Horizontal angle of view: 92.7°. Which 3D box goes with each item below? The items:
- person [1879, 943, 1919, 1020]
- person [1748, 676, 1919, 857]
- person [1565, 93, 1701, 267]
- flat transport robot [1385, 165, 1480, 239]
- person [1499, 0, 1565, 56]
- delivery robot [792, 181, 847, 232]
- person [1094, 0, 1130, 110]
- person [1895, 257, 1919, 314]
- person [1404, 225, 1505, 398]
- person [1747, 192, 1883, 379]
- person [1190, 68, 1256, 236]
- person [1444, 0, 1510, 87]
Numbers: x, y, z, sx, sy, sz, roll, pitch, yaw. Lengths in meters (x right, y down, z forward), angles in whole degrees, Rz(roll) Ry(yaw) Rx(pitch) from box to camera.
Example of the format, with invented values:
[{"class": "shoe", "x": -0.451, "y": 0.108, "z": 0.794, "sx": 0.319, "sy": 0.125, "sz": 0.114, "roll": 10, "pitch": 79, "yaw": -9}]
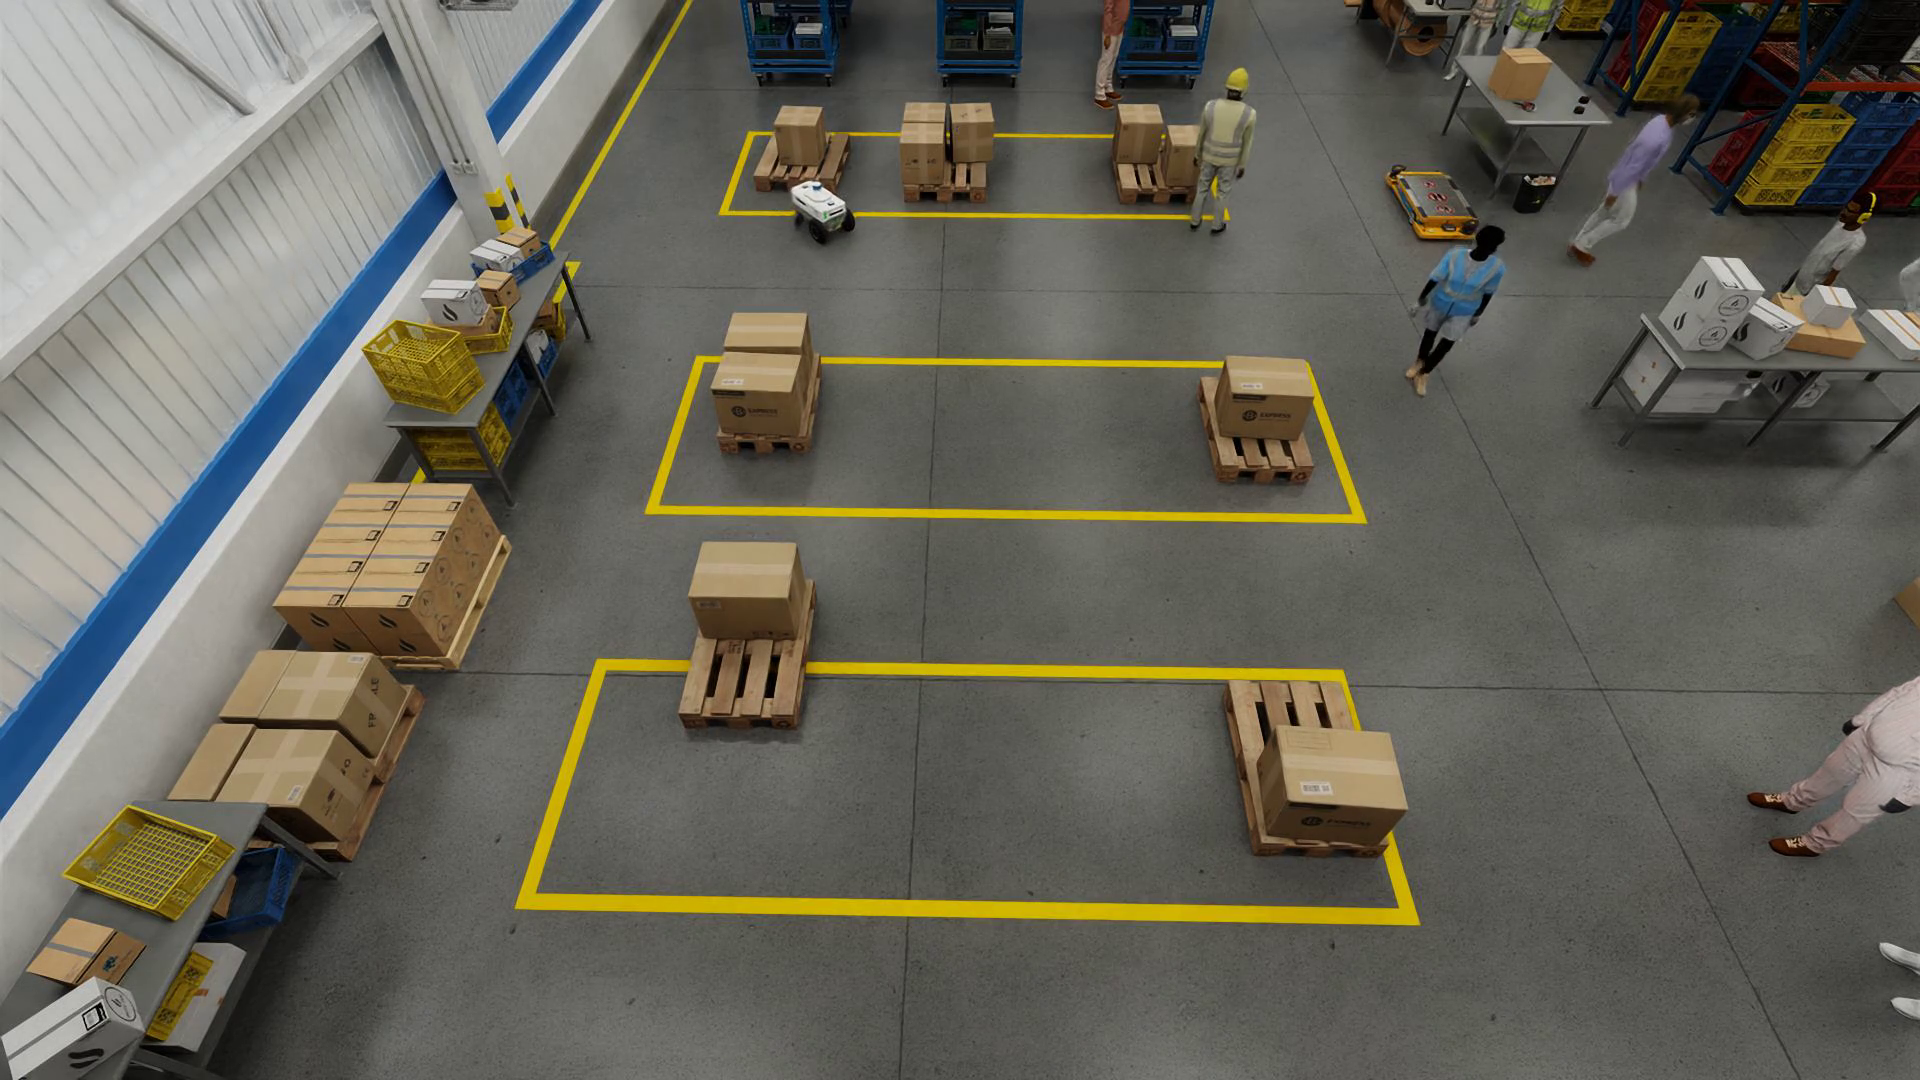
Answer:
[{"class": "person", "x": 5.643, "y": 2.043, "z": 4.664, "sx": 0.390, "sy": 1.920, "sz": 0.587, "roll": 20, "pitch": 52, "yaw": 16}, {"class": "person", "x": 5.432, "y": 1.259, "z": 5.360, "sx": 0.402, "sy": 1.901, "sz": 0.647, "roll": 8, "pitch": 50, "yaw": 7}, {"class": "person", "x": 7.069, "y": -3.775, "z": 9.703, "sx": 0.464, "sy": 1.914, "sz": 0.676, "roll": 32, "pitch": 56, "yaw": 25}, {"class": "flat transport robot", "x": 5.692, "y": -4.094, "z": 11.059, "sx": 0.652, "sy": 0.197, "sz": 1.431, "roll": 1, "pitch": 49, "yaw": 1}, {"class": "person", "x": 7.851, "y": -7.101, "z": 12.639, "sx": 0.629, "sy": 1.837, "sz": 0.431, "roll": 20, "pitch": 52, "yaw": 16}, {"class": "delivery robot", "x": -1.639, "y": -3.921, "z": 10.663, "sx": 0.477, "sy": 0.478, "sz": 0.707, "roll": -33, "pitch": 57, "yaw": -25}, {"class": "person", "x": 2.092, "y": -6.908, "z": 12.363, "sx": 0.382, "sy": 1.995, "sz": 0.612, "roll": 22, "pitch": 53, "yaw": 18}, {"class": "person", "x": 9.684, "y": -2.822, "z": 8.904, "sx": 0.420, "sy": 1.867, "sz": 0.595, "roll": 8, "pitch": 50, "yaw": 7}, {"class": "person", "x": 4.483, "y": -2.114, "z": 8.415, "sx": 0.597, "sy": 1.684, "sz": 0.487, "roll": 28, "pitch": 55, "yaw": 22}, {"class": "person", "x": 7.811, "y": -2.329, "z": 8.490, "sx": 0.323, "sy": 1.862, "sz": 0.510, "roll": 14, "pitch": 51, "yaw": 12}, {"class": "person", "x": 2.911, "y": -4.274, "z": 10.192, "sx": 0.622, "sy": 1.826, "sz": 0.403, "roll": 20, "pitch": 52, "yaw": 16}, {"class": "person", "x": 7.366, "y": -7.297, "z": 12.942, "sx": 0.321, "sy": 1.629, "sz": 0.526, "roll": -37, "pitch": 58, "yaw": -27}]
